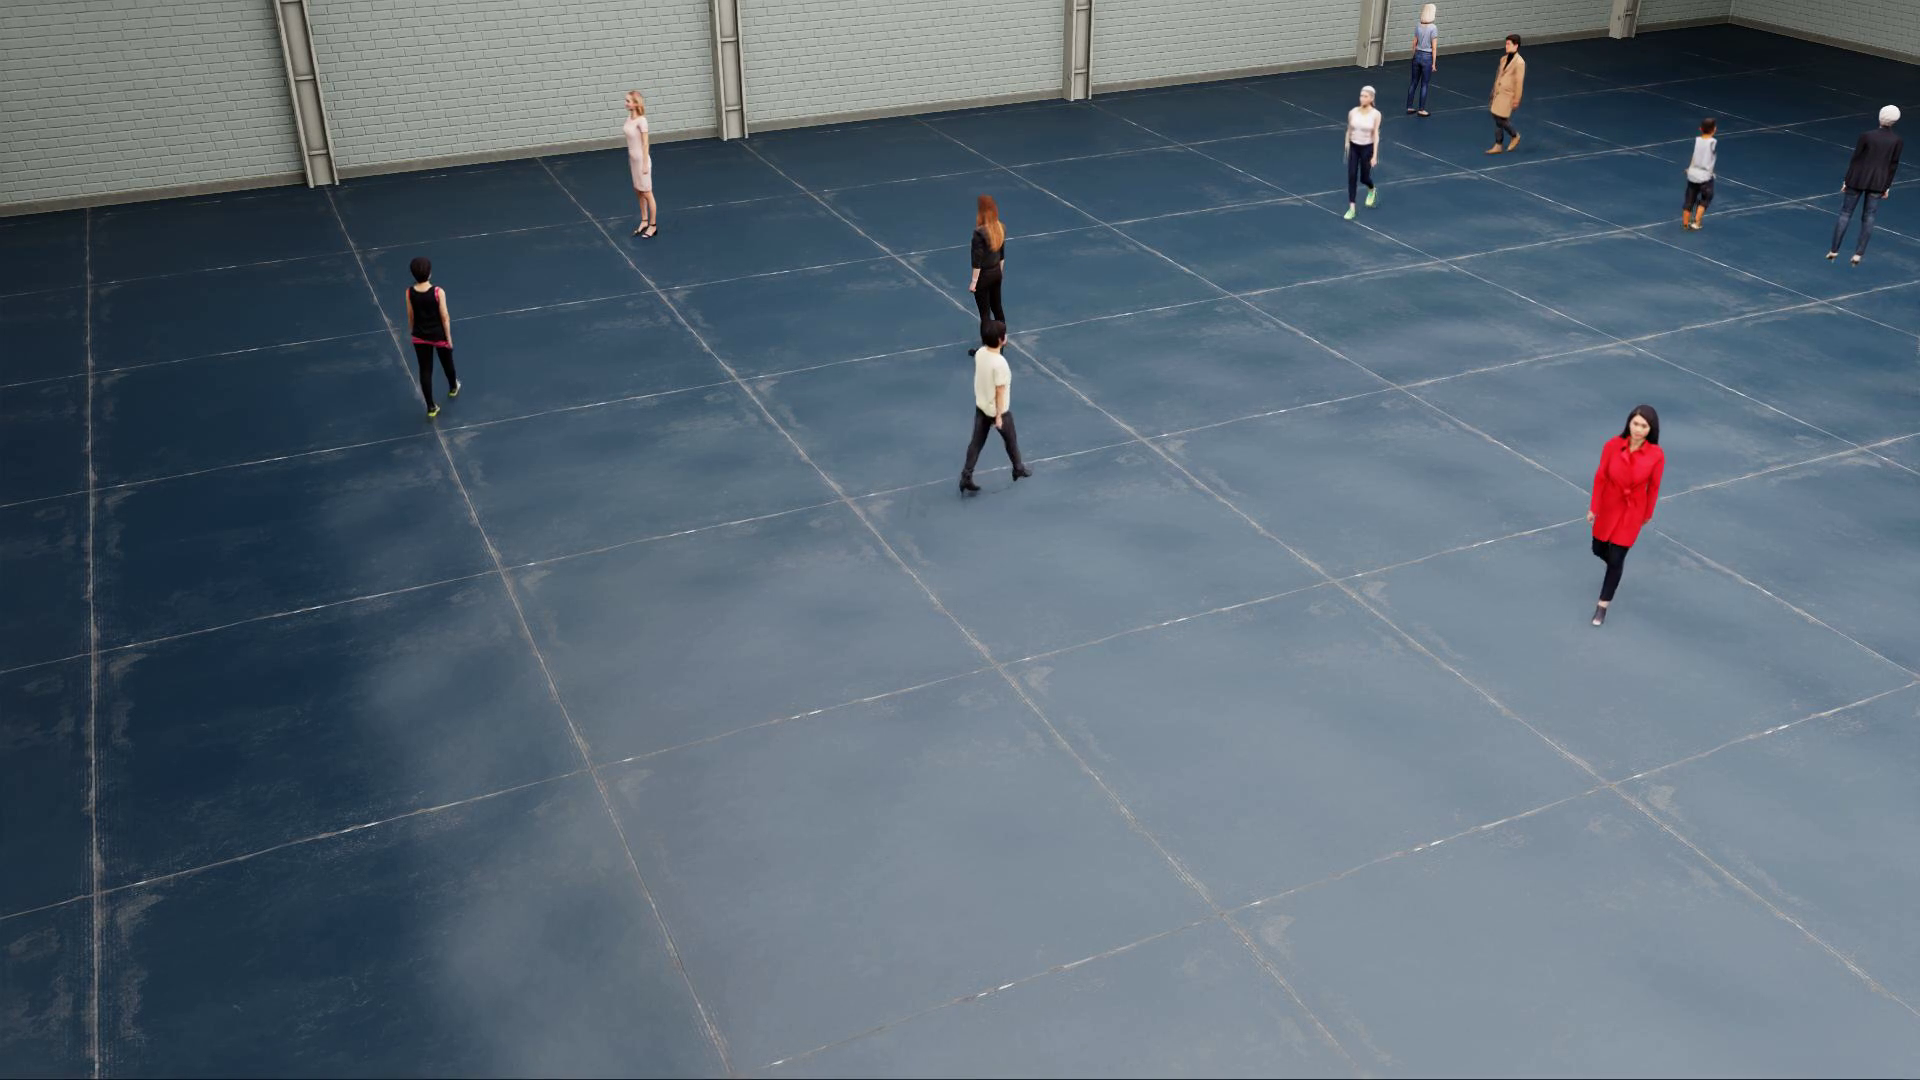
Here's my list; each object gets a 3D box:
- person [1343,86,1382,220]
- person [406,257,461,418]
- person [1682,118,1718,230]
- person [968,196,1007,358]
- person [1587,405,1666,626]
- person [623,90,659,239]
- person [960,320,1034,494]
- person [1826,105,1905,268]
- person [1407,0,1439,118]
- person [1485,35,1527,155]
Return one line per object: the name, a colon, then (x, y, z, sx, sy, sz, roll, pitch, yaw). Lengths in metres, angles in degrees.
person: (5.234, -5.036, 21.570, 0.847, 1.687, 1.005, 20, 34, 32)
person: (-5.080, -1.916, 15.901, 1.026, 1.509, 0.873, -1, 28, -3)
person: (9.399, -4.680, 21.158, 0.681, 1.445, 0.705, 24, 36, 37)
person: (0.301, -2.724, 17.207, 0.731, 1.706, 0.587, 24, 36, 37)
person: (4.974, -0.229, 12.501, 0.906, 1.727, 1.058, 17, 32, 28)
person: (-3.979, -4.701, 20.789, 0.546, 1.830, 0.596, -18, 33, -30)
person: (0.218, -1.106, 14.340, 1.028, 1.546, 0.721, -18, 33, -30)
person: (9.834, -3.881, 18.116, 0.825, 1.782, 0.790, 10, 30, 19)
person: (7.344, -7.617, 26.379, 0.579, 1.721, 0.633, -20, 34, -33)
person: (8.042, -6.503, 24.297, 0.838, 1.713, 0.700, -9, 29, -16)
